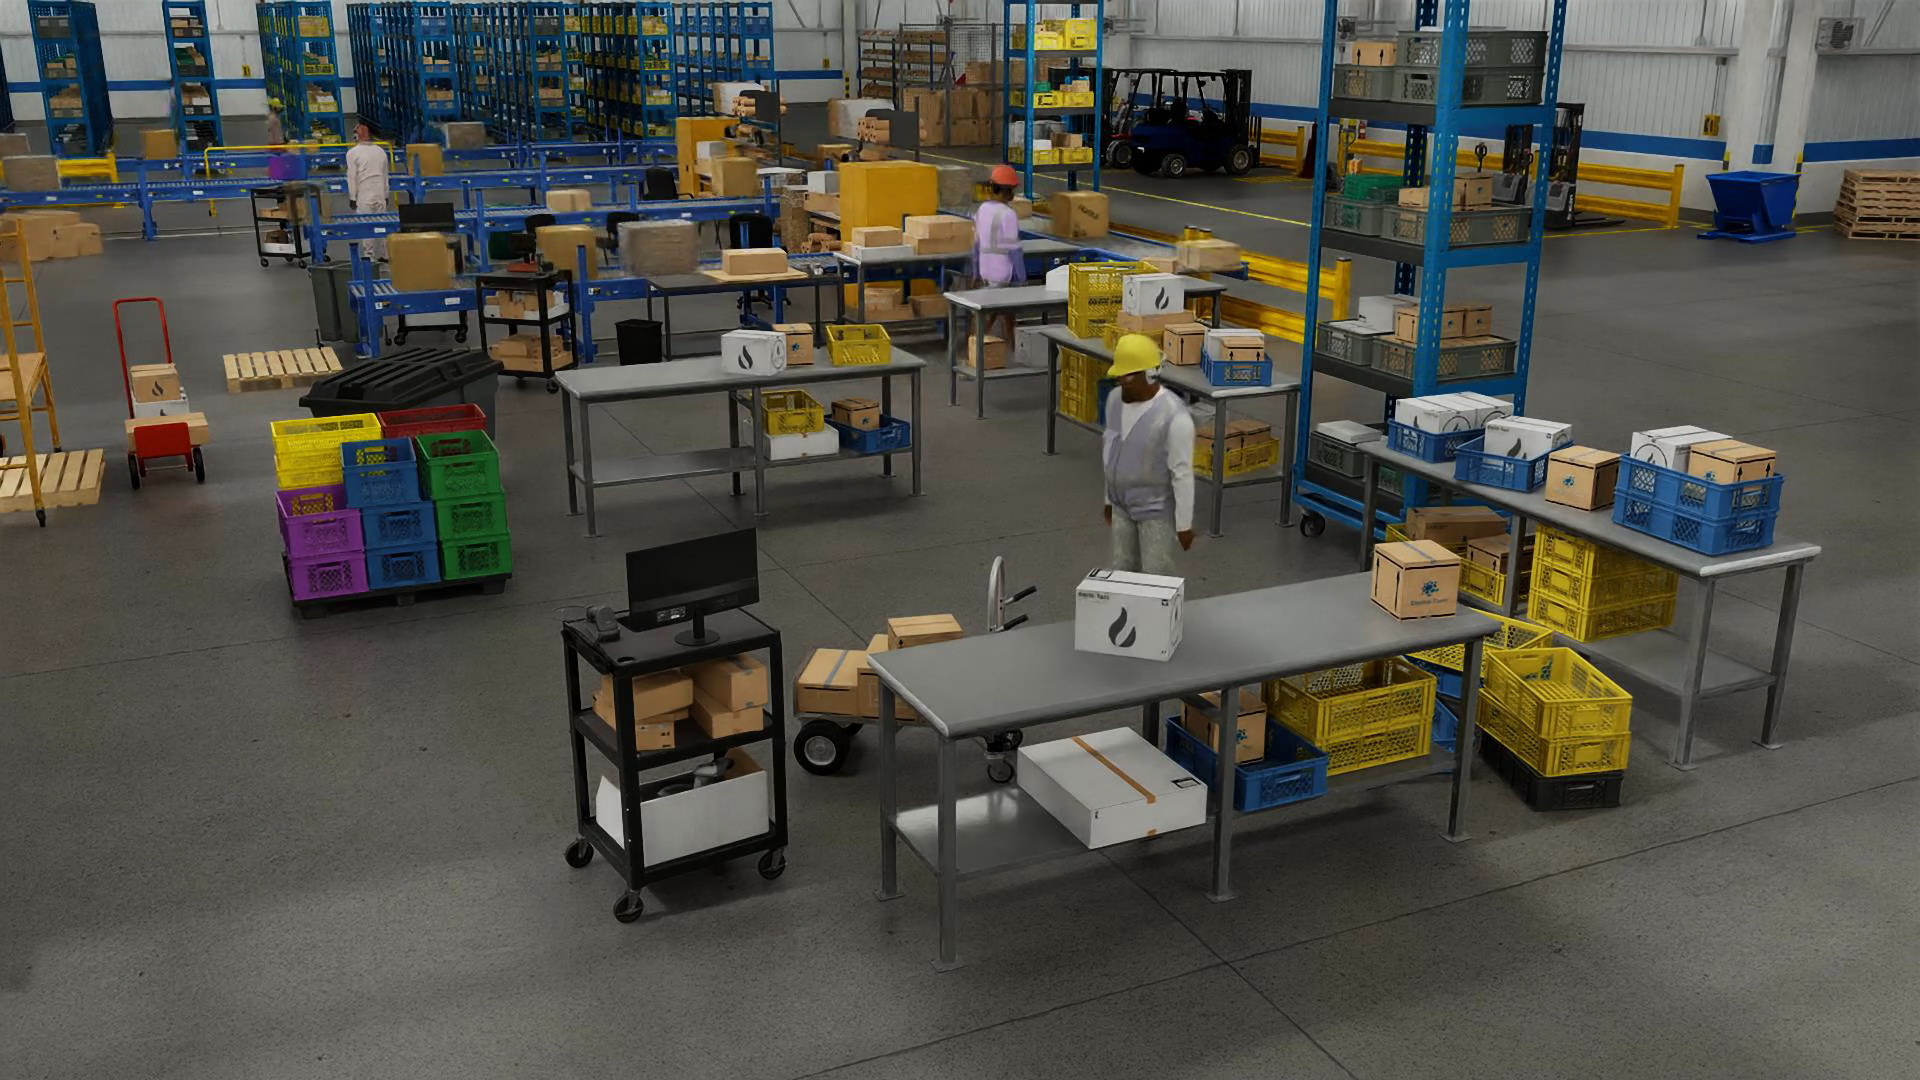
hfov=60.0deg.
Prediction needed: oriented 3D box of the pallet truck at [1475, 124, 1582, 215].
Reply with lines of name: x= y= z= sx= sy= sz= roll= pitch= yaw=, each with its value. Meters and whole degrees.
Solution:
pallet truck: x=9.707 y=-6.455 z=28.103 sx=1.885 sy=1.965 sz=0.823 roll=-7 pitch=19 yaw=-20

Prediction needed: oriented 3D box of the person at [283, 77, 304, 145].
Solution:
person: x=-17.009 y=-10.940 z=42.530 sx=0.608 sy=1.810 sz=0.605 roll=-1 pitch=18 yaw=-3

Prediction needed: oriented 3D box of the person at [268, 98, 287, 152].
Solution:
person: x=-13.353 y=-7.815 z=32.780 sx=0.642 sy=1.743 sz=0.557 roll=-7 pitch=19 yaw=-20

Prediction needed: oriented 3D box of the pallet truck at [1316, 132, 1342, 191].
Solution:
pallet truck: x=7.723 y=-7.504 z=32.656 sx=1.601 sy=1.201 sz=0.680 roll=-8 pitch=19 yaw=-23

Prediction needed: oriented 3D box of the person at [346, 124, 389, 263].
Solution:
person: x=-8.149 y=-4.751 z=22.909 sx=0.399 sy=1.899 sz=0.636 roll=10 pitch=20 yaw=29

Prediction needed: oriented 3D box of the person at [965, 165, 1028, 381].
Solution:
person: x=0.478 y=-2.507 z=15.654 sx=1.020 sy=1.997 sz=0.634 roll=-7 pitch=19 yaw=-22

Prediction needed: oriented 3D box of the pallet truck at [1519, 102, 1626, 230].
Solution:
pallet truck: x=9.972 y=-6.037 z=26.785 sx=1.885 sy=1.965 sz=0.823 roll=-9 pitch=20 yaw=-25

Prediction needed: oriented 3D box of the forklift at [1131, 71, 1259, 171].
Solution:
forklift: x=4.998 y=-8.936 z=35.413 sx=2.680 sy=1.987 sz=1.157 roll=-9 pitch=20 yaw=-25

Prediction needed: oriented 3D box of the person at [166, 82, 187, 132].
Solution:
person: x=-20.269 y=-11.027 z=42.841 sx=0.839 sy=1.803 sz=0.594 roll=-4 pitch=18 yaw=-11

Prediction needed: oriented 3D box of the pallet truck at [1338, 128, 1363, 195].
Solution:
pallet truck: x=7.845 y=-7.140 z=31.411 sx=1.522 sy=1.261 sz=0.704 roll=-9 pitch=20 yaw=-25

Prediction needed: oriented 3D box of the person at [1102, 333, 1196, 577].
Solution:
person: x=0.950 y=-0.188 z=8.665 sx=0.423 sy=1.814 sz=0.617 roll=-13 pitch=22 yaw=-36

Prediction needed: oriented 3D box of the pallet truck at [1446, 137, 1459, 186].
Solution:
pallet truck: x=9.184 y=-6.485 z=29.328 sx=1.630 sy=1.274 sz=0.653 roll=-8 pitch=19 yaw=-23

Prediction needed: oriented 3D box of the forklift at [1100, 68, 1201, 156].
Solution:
forklift: x=4.082 y=-9.564 z=37.410 sx=2.680 sy=1.987 sz=1.157 roll=-8 pitch=19 yaw=-23

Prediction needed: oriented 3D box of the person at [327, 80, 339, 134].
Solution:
person: x=-17.713 y=-12.383 z=46.783 sx=0.402 sy=1.990 sz=0.622 roll=-15 pitch=23 yaw=-39
